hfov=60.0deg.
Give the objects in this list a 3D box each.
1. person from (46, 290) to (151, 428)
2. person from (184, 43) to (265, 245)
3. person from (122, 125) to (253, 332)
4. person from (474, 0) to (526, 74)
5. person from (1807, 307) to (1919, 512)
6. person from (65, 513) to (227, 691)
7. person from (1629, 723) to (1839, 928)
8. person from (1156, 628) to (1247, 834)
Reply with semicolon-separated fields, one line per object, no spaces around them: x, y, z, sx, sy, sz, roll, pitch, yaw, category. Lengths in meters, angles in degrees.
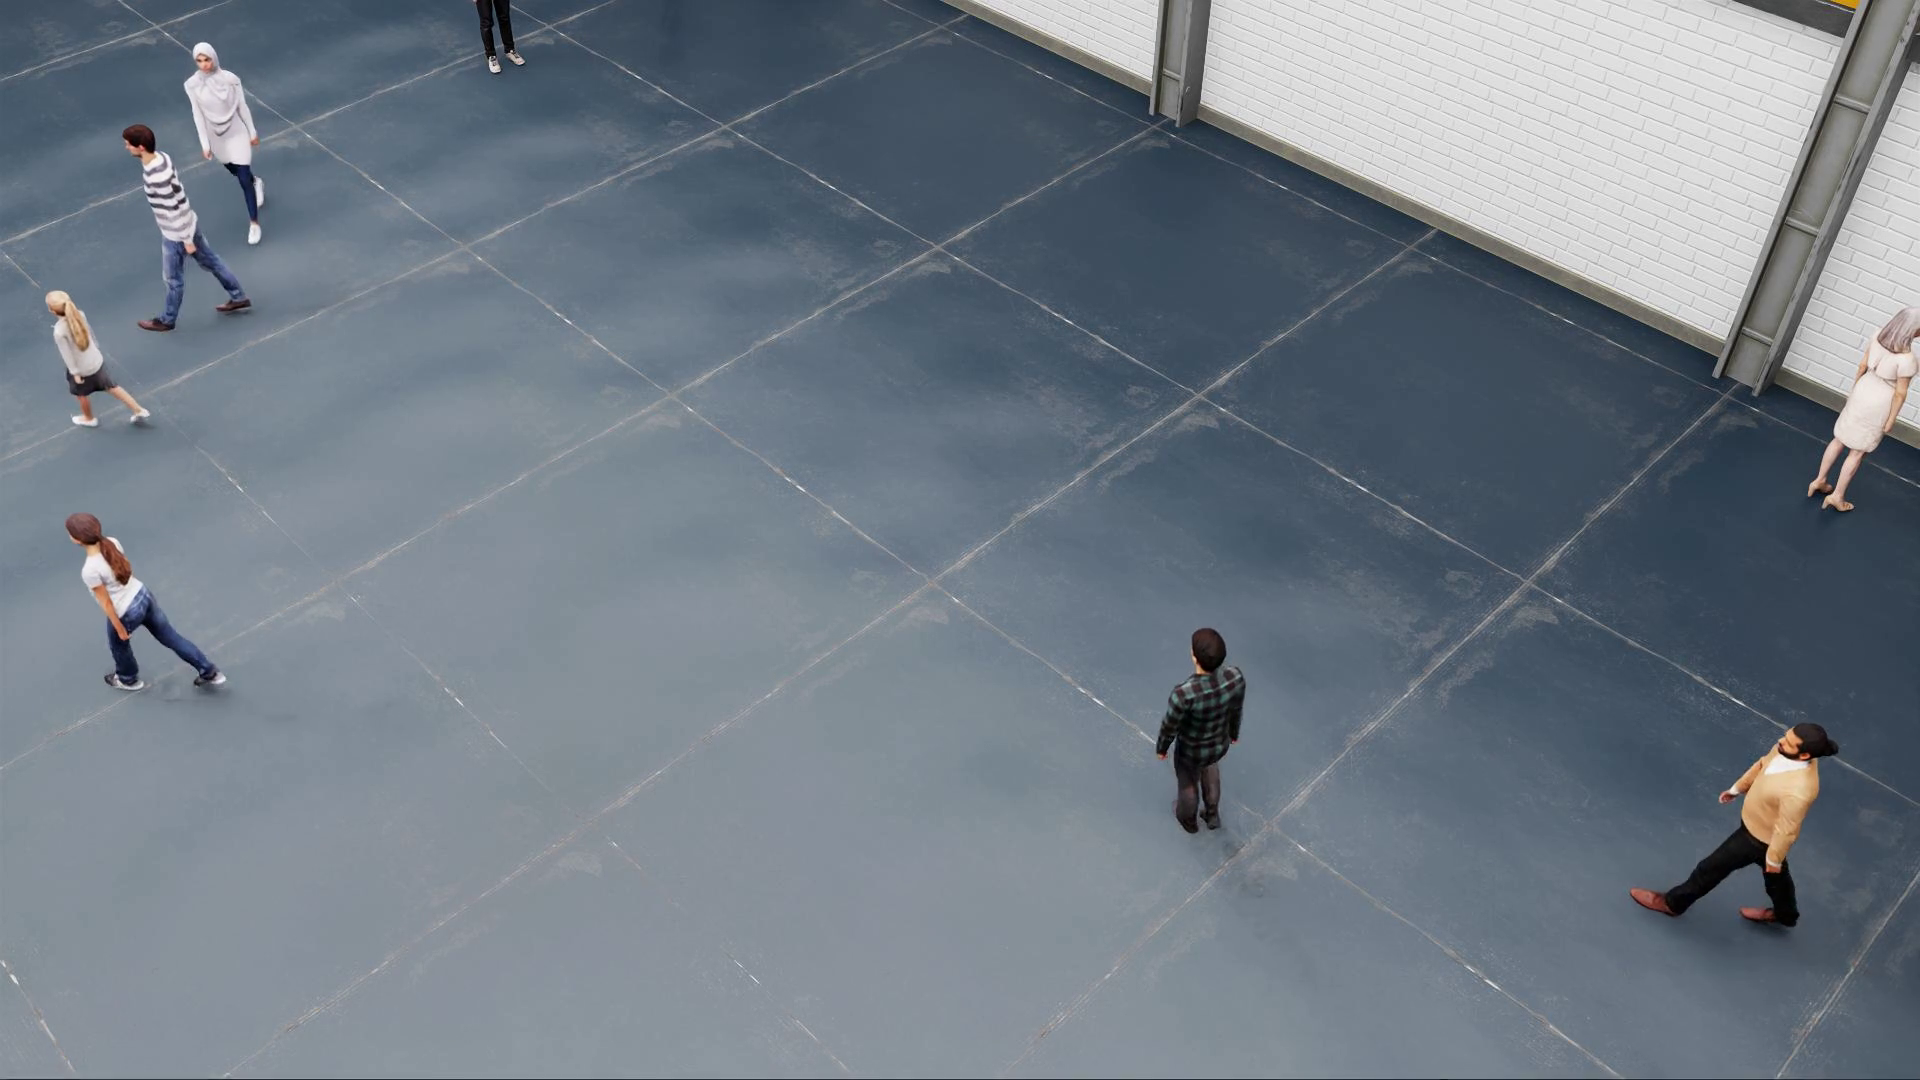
-6.607;-1.353;12.656;0.931;1.255;0.770;12;45;12;person
-6.422;-3.560;14.618;1.037;1.744;1.192;-6;44;-6;person
-6.239;-2.542;13.504;1.048;1.808;1.145;-14;45;-14;person
-4.755;-5.623;16.772;0.643;1.761;0.564;-28;50;-26;person
6.492;-0.935;11.870;0.748;1.736;0.645;-11;45;-11;person
-5.210;0.441;10.578;1.119;1.524;0.941;8;44;9;person
4.539;1.615;9.207;1.245;1.715;0.950;16;46;16;person
1.459;1.194;9.738;0.786;1.709;0.744;-17;46;-17;person
